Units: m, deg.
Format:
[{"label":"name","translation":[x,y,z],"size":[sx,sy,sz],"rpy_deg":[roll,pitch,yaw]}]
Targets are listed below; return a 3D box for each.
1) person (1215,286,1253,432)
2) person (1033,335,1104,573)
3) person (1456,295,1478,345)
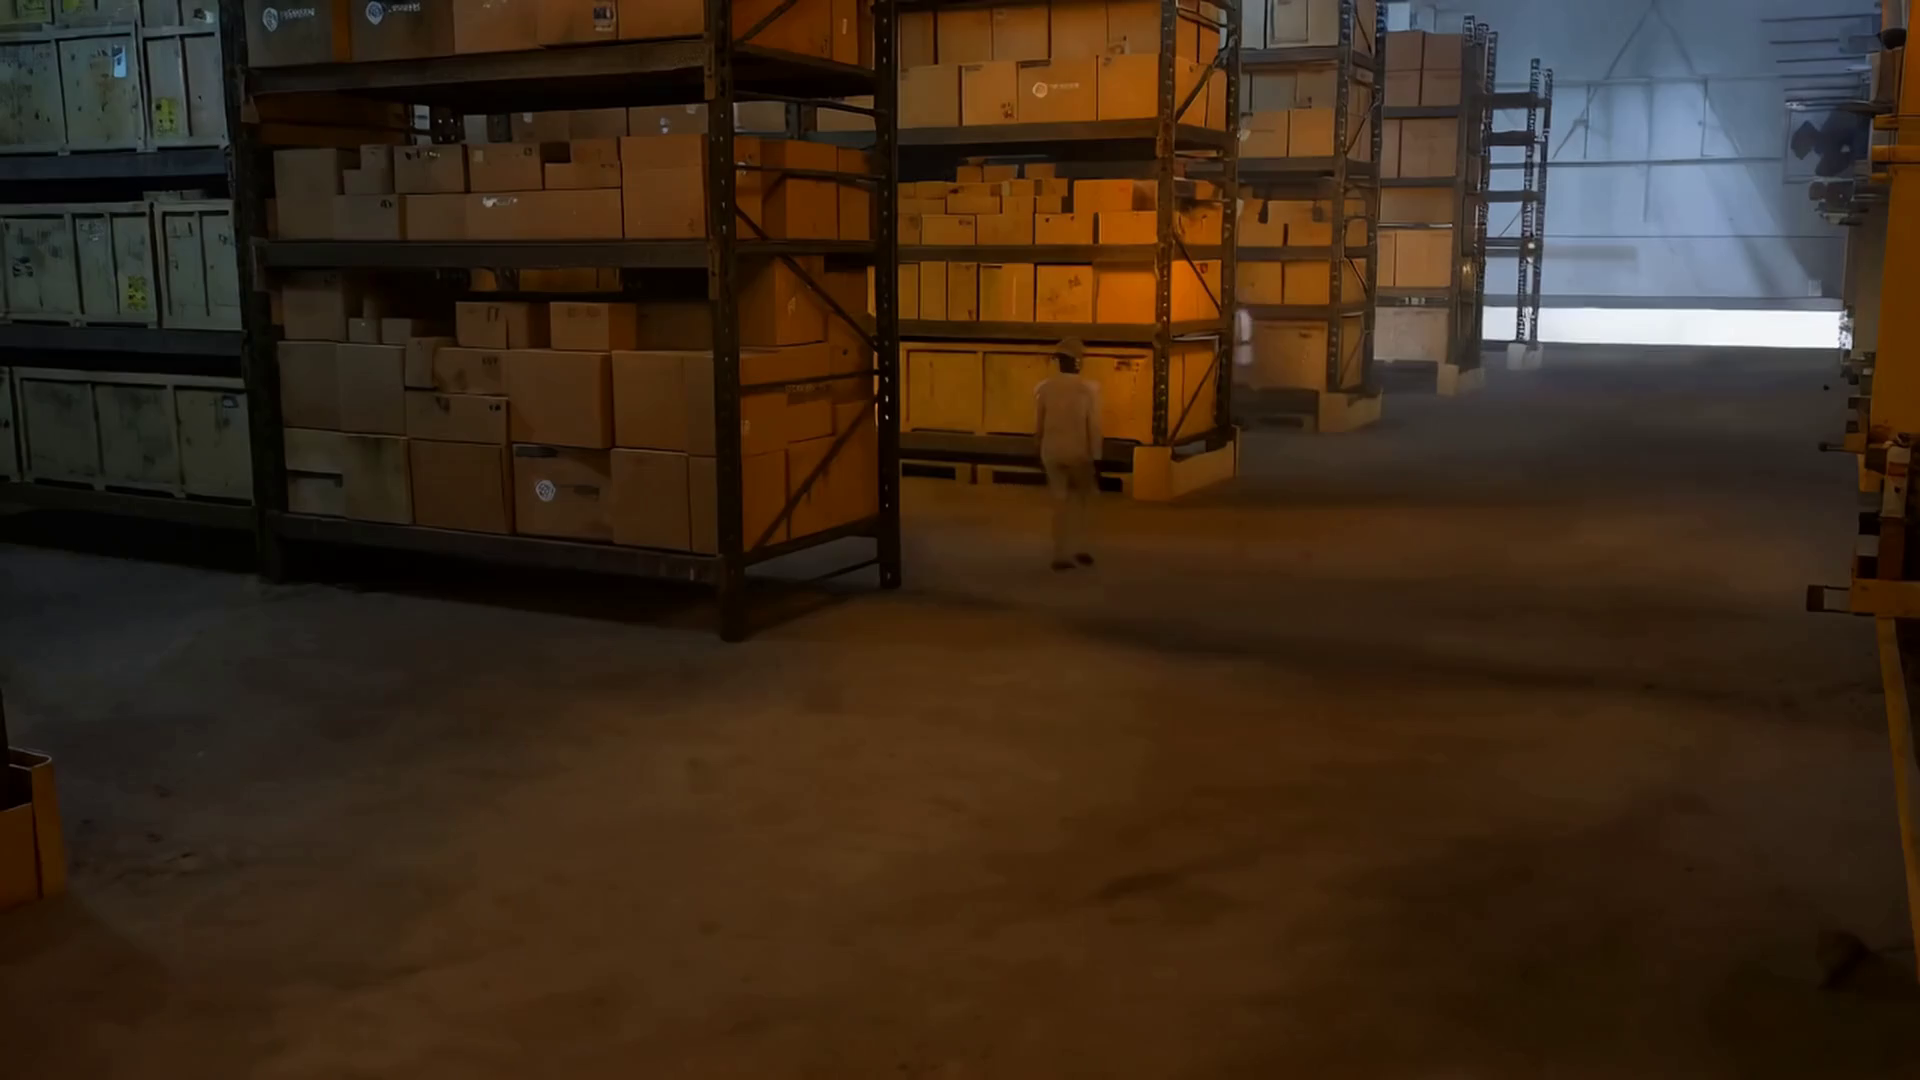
[{"label":"person","translation":[3.552,-2.360,21.725],"size":[0.698,1.911,0.570],"rpy_deg":[7,12,37]},{"label":"person","translation":[0.815,-0.631,12.192],"size":[0.602,1.730,0.518],"rpy_deg":[6,11,29]},{"label":"person","translation":[9.619,-3.922,31.629],"size":[0.523,1.621,0.684],"rpy_deg":[-1,10,-5]}]
